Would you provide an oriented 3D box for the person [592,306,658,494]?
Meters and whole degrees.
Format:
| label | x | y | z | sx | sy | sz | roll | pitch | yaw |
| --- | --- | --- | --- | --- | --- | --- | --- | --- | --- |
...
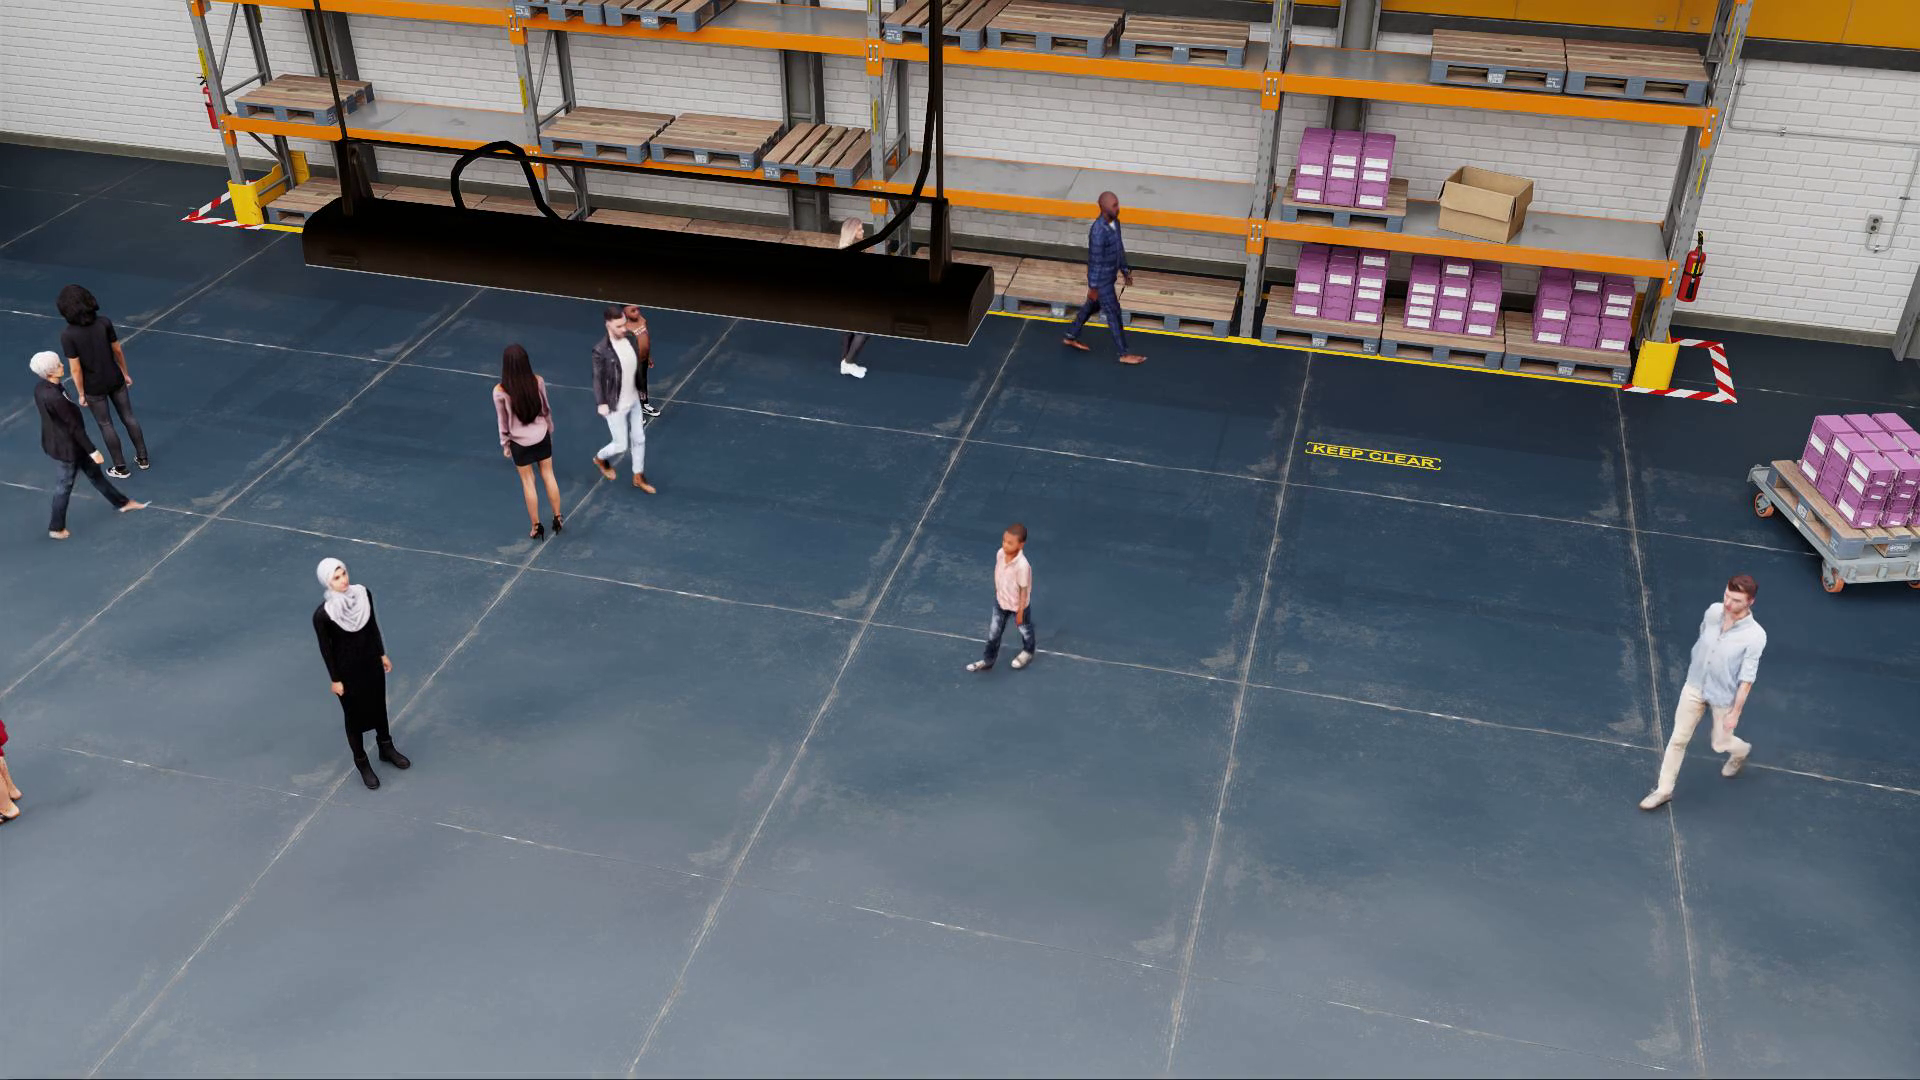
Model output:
| label | x | y | z | sx | sy | sz | roll | pitch | yaw |
| --- | --- | --- | --- | --- | --- | --- | --- | --- | --- |
| person | -2.996 | -1.233 | 14.454 | 0.958 | 1.817 | 0.844 | 19 | 38 | 26 |

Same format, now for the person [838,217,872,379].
| label | x | y | z | sx | sy | sz | roll | pitch | yaw |
| --- | --- | --- | --- | --- | --- | --- | --- | --- | --- |
| person | -1.145 | -2.376 | 16.303 | 0.643 | 1.675 | 0.674 | 1 | 34 | 2 |

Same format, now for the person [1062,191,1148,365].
| label | x | y | z | sx | sy | sz | roll | pitch | yaw |
| --- | --- | --- | --- | --- | --- | --- | --- | --- | --- |
| person | 1.354 | -2.633 | 16.598 | 1.171 | 1.776 | 0.732 | 12 | 36 | 18 |

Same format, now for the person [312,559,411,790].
| label | x | y | z | sx | sy | sz | roll | pitch | yaw |
| --- | --- | --- | --- | --- | --- | --- | --- | --- | --- |
| person | -4.105 | 0.881 | 11.309 | 0.655 | 1.779 | 0.672 | 23 | 40 | 30 |

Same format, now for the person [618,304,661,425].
| label | x | y | z | sx | sy | sz | roll | pitch | yaw |
| --- | --- | --- | --- | --- | --- | --- | --- | --- | --- |
| person | -3.063 | -1.721 | 15.696 | 0.585 | 1.254 | 0.584 | 22 | 39 | 29 |

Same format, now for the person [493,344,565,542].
| label | x | y | z | sx | sy | sz | roll | pitch | yaw |
| --- | --- | --- | --- | --- | --- | --- | --- | --- | --- |
| person | -3.568 | -0.805 | 13.816 | 0.685 | 1.811 | 0.743 | -18 | 38 | -25 |

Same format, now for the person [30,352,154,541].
| label | x | y | z | sx | sy | sz | roll | pitch | yaw |
| --- | --- | --- | --- | --- | --- | --- | --- | --- | --- |
| person | -7.602 | -0.725 | 13.940 | 1.144 | 1.761 | 1.196 | -20 | 38 | -27 |

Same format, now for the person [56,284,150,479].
| label | x | y | z | sx | sy | sz | roll | pitch | yaw |
| --- | --- | --- | --- | --- | --- | --- | --- | --- | --- |
| person | -7.584 | -1.408 | 14.701 | 0.676 | 1.835 | 0.712 | 24 | 40 | 32 |

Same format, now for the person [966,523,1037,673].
| label | x | y | z | sx | sy | sz | roll | pitch | yaw |
| --- | --- | --- | --- | --- | --- | --- | --- | --- | --- |
| person | 0.452 | 0.419 | 12.451 | 0.844 | 1.284 | 0.840 | -25 | 41 | -32 |

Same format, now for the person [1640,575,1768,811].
| label | x | y | z | sx | sy | sz | roll | pitch | yaw |
| --- | --- | --- | --- | --- | --- | --- | --- | --- | --- |
| person | 5.100 | 1.001 | 11.089 | 1.189 | 1.823 | 1.134 | -18 | 38 | -25 |
